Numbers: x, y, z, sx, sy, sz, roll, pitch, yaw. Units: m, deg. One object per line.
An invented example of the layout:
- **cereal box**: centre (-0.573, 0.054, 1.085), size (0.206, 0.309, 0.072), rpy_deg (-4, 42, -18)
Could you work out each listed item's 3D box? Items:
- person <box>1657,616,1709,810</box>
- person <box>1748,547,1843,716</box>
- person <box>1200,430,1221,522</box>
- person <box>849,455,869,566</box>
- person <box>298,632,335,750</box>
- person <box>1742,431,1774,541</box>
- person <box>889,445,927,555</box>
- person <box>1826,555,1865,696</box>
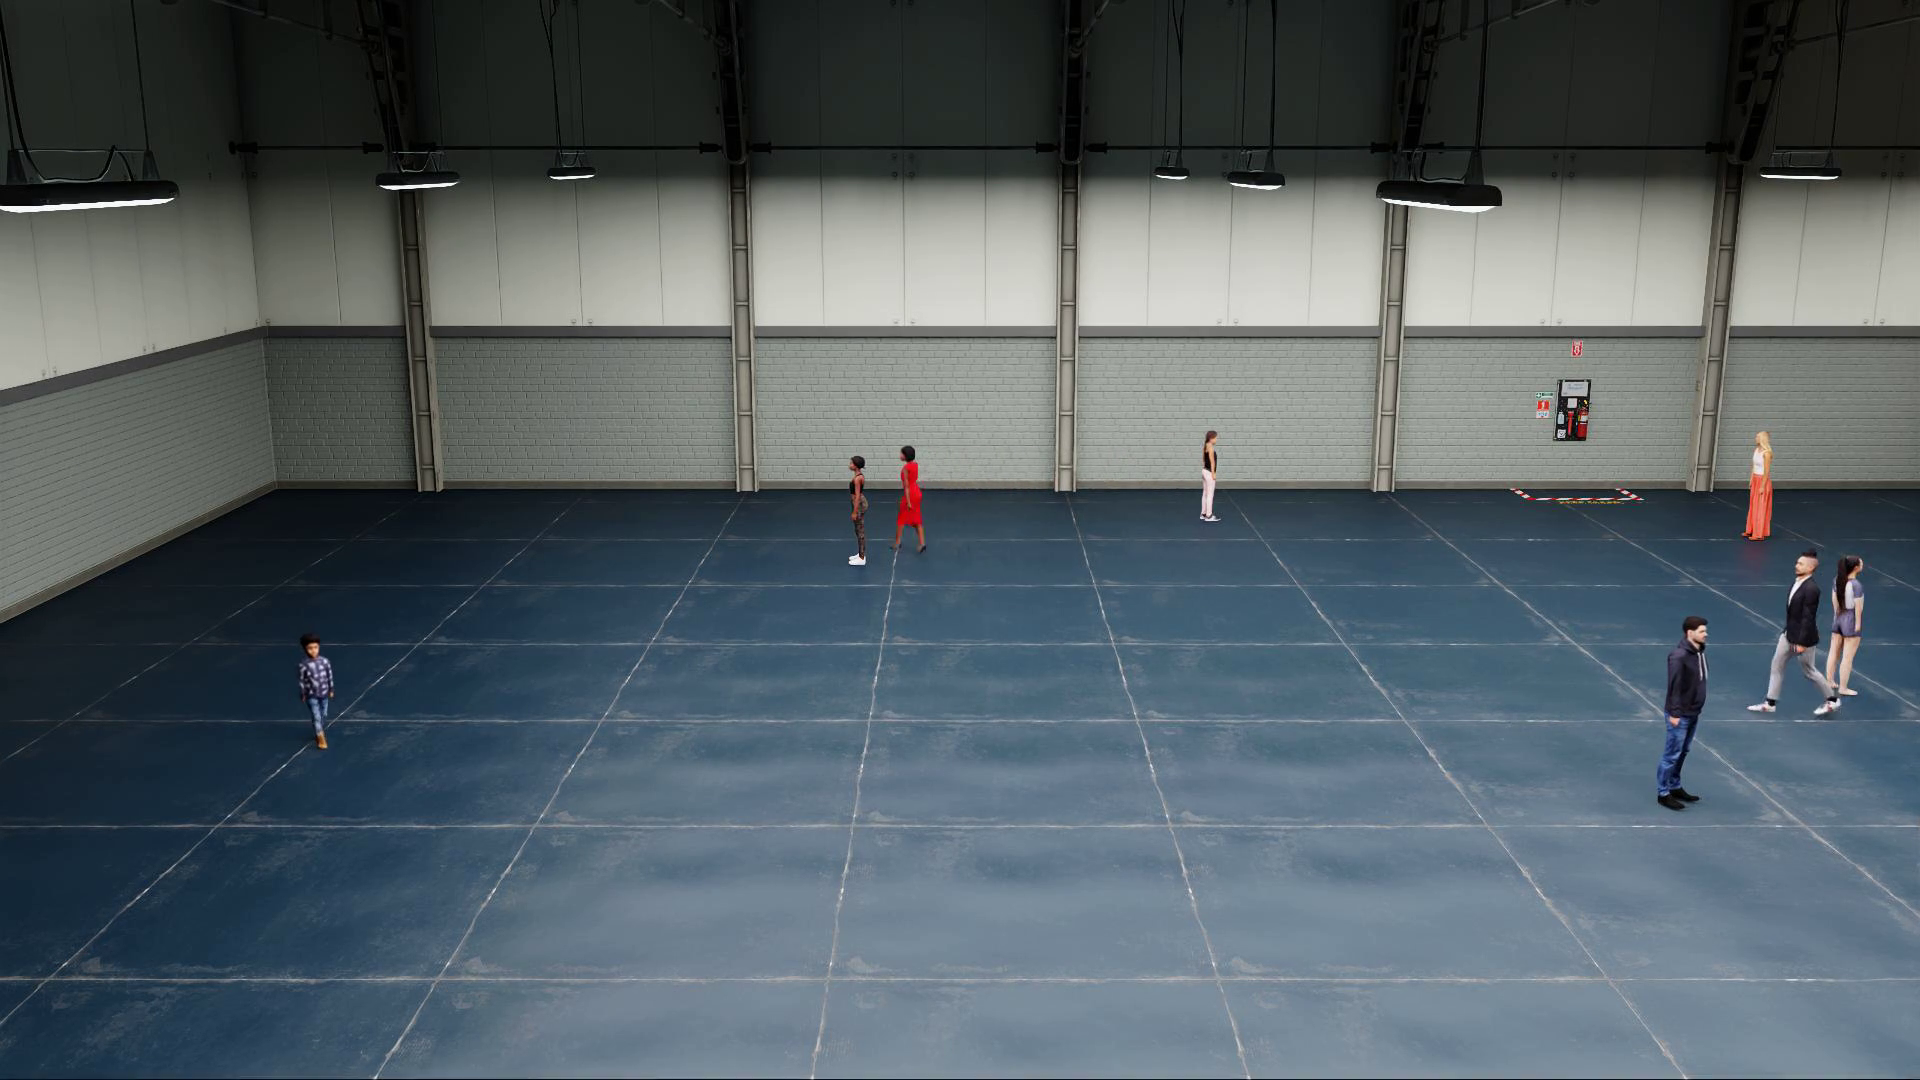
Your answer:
- **person**: centre (6.982, 1.638, 16.079), size (0.743, 1.894, 0.812), rpy_deg (-12, 18, -42)
- **person**: centre (9.467, 1.062, 18.534), size (1.218, 1.910, 0.773), rpy_deg (1, 13, 4)
- **person**: centre (4.303, -1.121, 28.727), size (0.570, 1.565, 0.575), rpy_deg (-3, 13, -11)
- **person**: centre (-1.563, -0.476, 25.640), size (0.517, 1.701, 0.561), rpy_deg (0, 13, 0)
- **person**: centre (-6.881, 1.590, 17.749), size (0.816, 1.235, 0.825), rpy_deg (-9, 16, -35)
- **person**: centre (13.111, -0.896, 27.231), size (0.595, 1.802, 0.632), rpy_deg (1, 13, 3)
- **person**: centre (-0.682, -0.614, 26.190), size (0.982, 1.720, 0.825), rpy_deg (7, 15, 26)
- **person**: centre (10.363, 0.983, 19.452), size (0.583, 1.651, 0.631), rpy_deg (-3, 13, -11)
